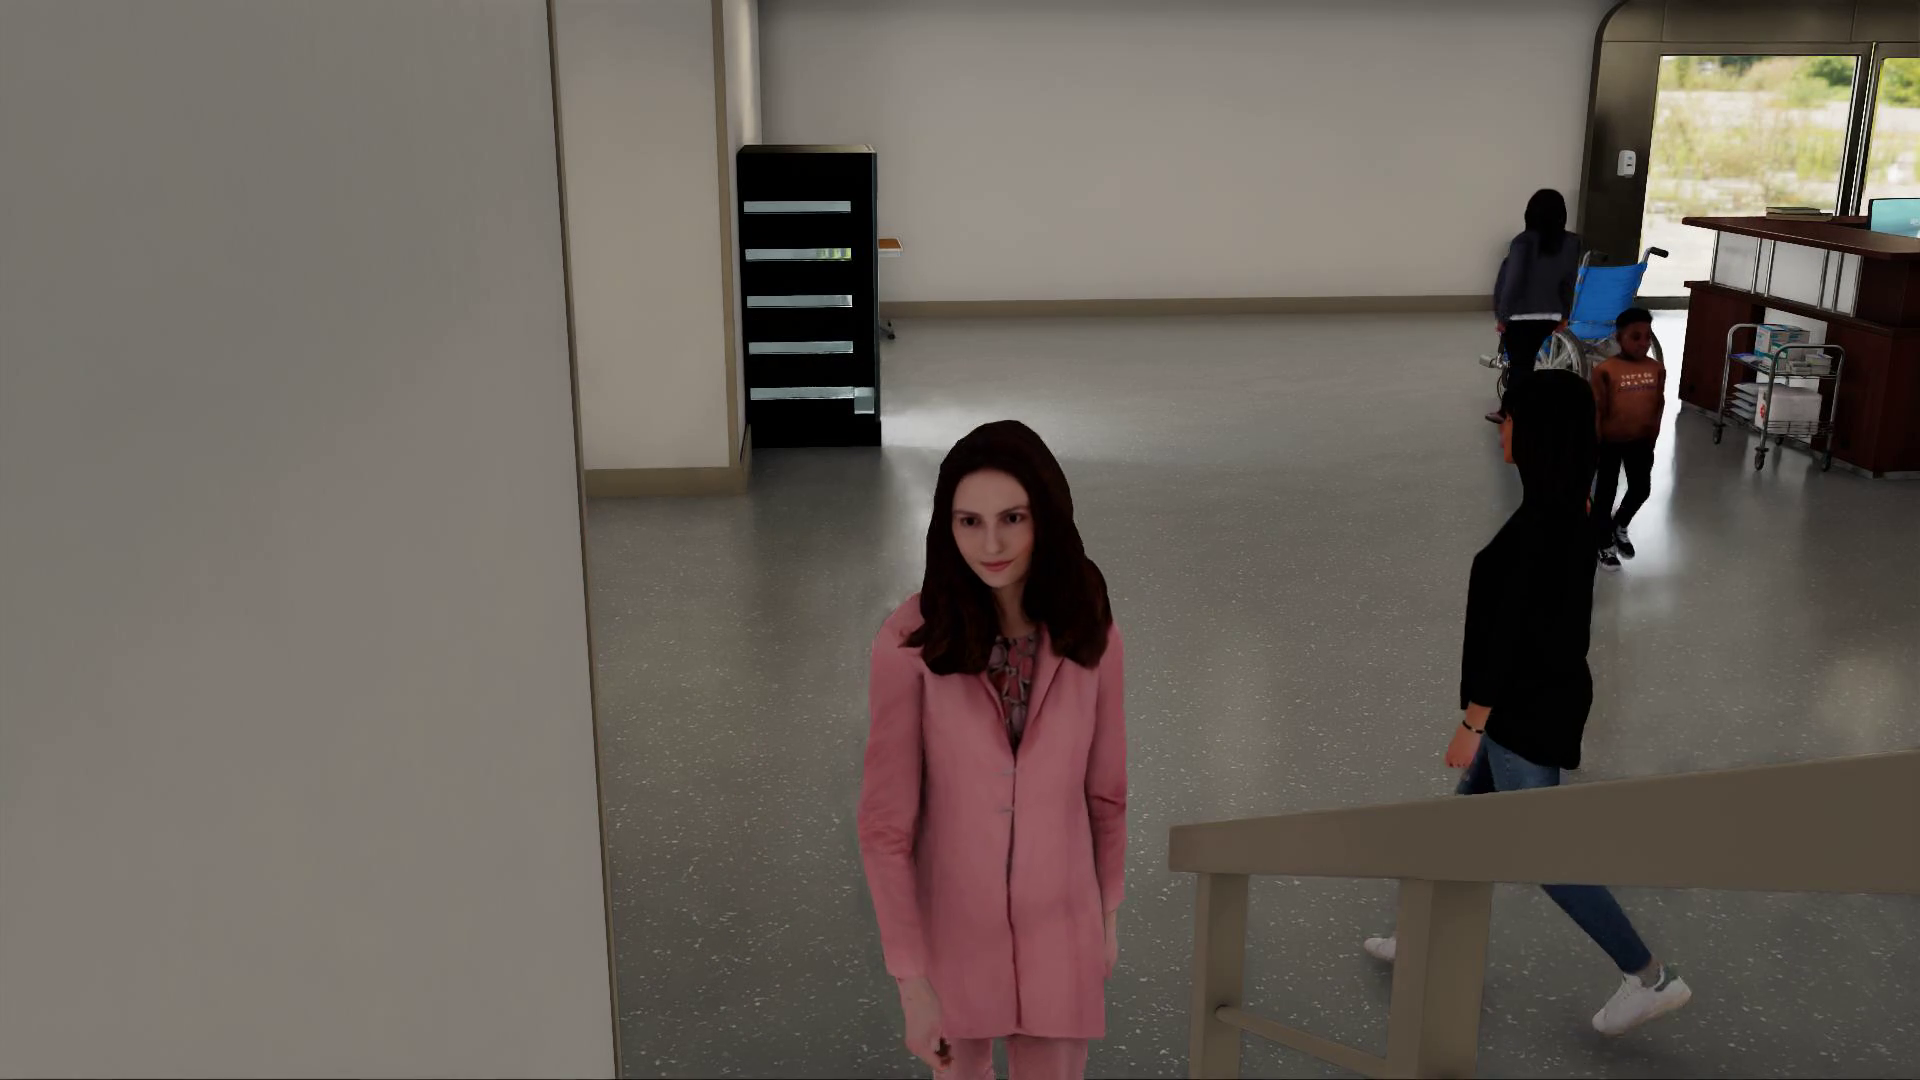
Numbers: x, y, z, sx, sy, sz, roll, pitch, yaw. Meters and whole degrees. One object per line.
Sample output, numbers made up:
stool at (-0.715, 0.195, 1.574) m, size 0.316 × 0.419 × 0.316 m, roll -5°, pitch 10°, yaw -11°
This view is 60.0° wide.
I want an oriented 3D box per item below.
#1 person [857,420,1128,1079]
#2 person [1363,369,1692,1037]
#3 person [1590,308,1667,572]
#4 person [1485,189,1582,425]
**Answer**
person at (0.045, 0.663, 2.934) m, size 0.604 × 1.741 × 1.166 m, roll -2°, pitch 16°, yaw -6°
person at (1.442, 0.425, 3.996) m, size 0.994 × 1.622 × 1.047 m, roll 8°, pitch 18°, yaw 26°
person at (3.136, -0.489, 7.929) m, size 0.553 × 1.247 × 0.585 m, roll 1°, pitch 16°, yaw 3°
person at (3.687, -1.414, 10.606) m, size 0.908 × 1.574 × 1.131 m, roll -8°, pitch 18°, yaw -26°
